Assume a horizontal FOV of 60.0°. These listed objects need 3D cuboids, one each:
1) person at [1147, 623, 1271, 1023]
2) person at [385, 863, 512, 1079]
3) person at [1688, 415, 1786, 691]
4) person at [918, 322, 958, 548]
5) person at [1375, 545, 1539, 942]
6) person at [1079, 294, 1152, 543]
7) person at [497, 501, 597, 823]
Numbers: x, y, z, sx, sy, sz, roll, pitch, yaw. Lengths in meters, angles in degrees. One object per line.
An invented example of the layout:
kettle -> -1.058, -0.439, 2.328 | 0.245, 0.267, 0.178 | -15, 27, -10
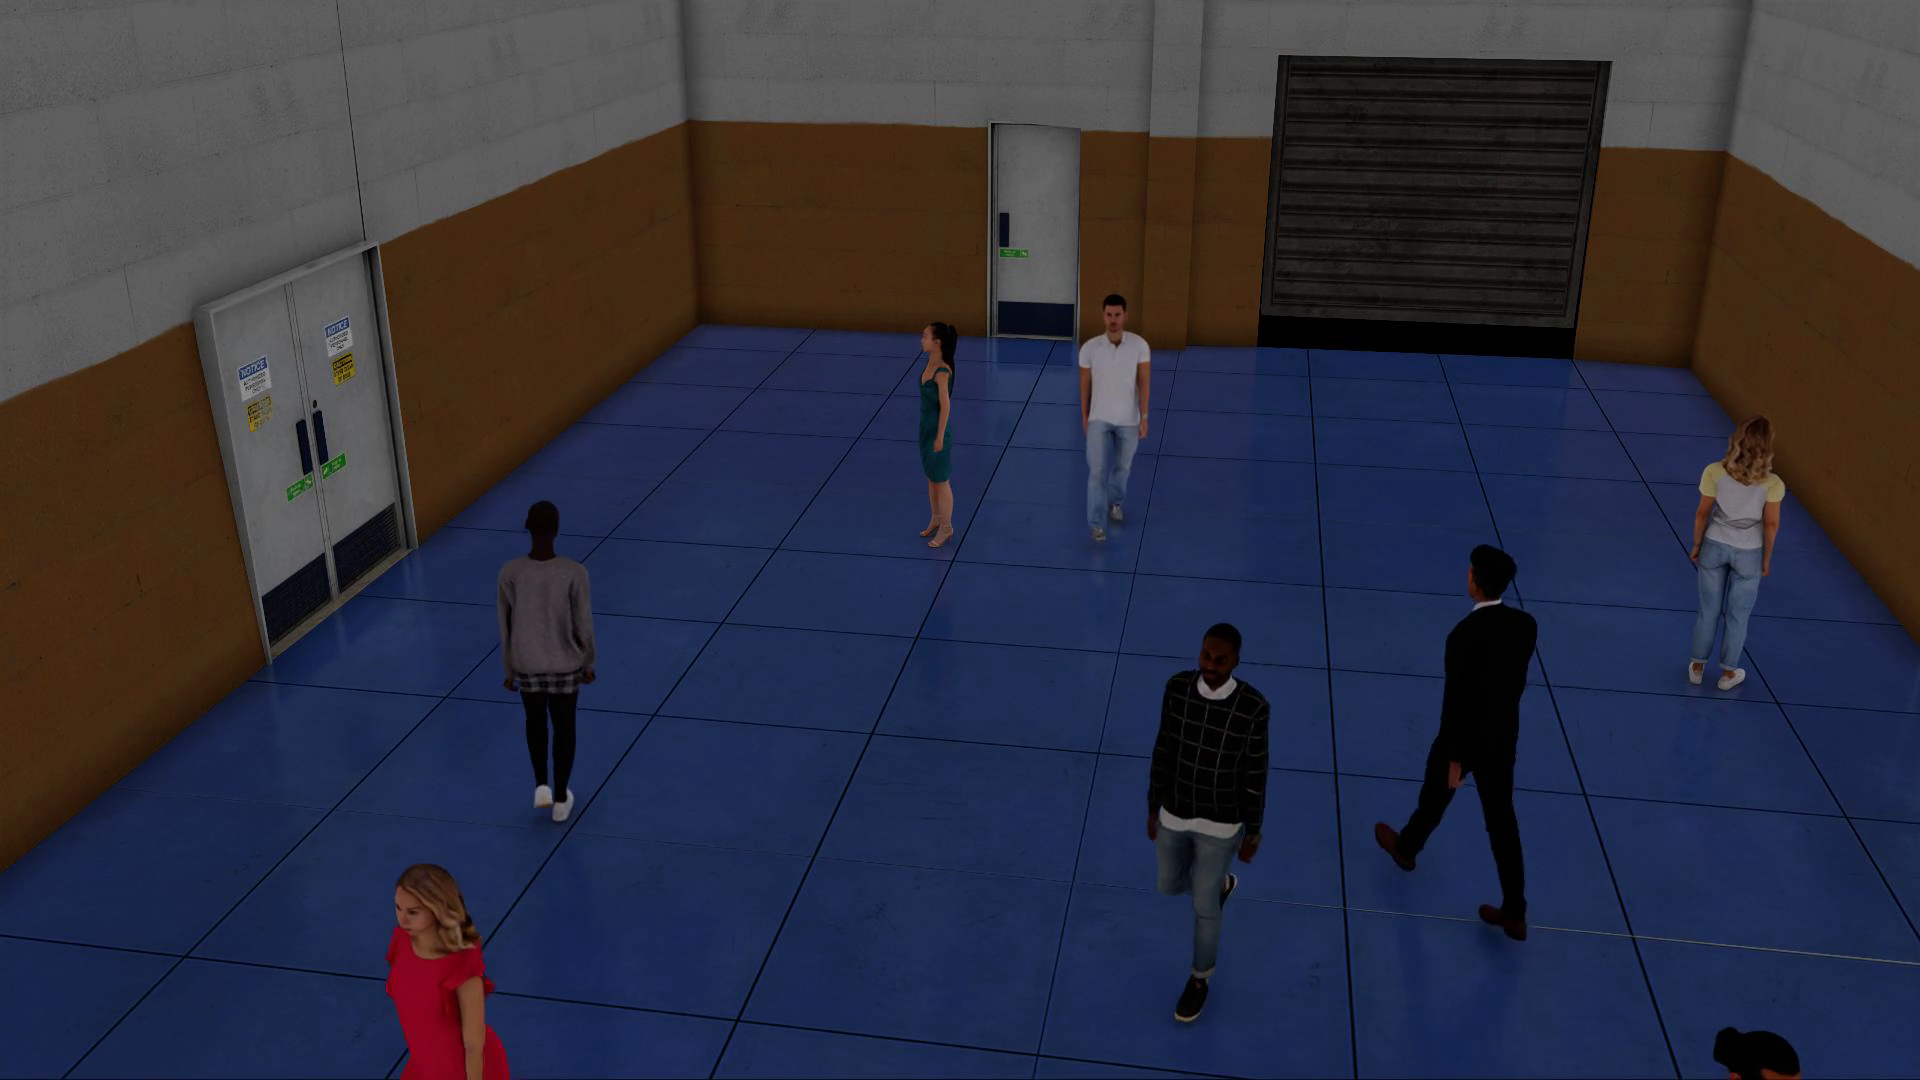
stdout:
person -> 1.097, 1.158, 7.255 | 1.042, 1.800, 0.971 | 13, 25, 30
person -> -1.683, 1.798, 5.792 | 0.754, 1.705, 0.771 | 12, 25, 27
person -> 4.655, 0.080, 10.023 | 0.634, 1.723, 0.767 | 15, 26, 33
person -> -0.179, -0.774, 12.218 | 0.626, 1.687, 0.628 | -7, 23, -16
person -> 2.463, 0.974, 7.682 | 1.298, 1.824, 1.249 | -9, 24, -22
person -> 1.157, -0.920, 12.421 | 1.151, 1.806, 0.853 | 1, 22, 2
person -> -2.117, 0.675, 8.510 | 0.662, 1.761, 0.765 | -2, 22, -6
